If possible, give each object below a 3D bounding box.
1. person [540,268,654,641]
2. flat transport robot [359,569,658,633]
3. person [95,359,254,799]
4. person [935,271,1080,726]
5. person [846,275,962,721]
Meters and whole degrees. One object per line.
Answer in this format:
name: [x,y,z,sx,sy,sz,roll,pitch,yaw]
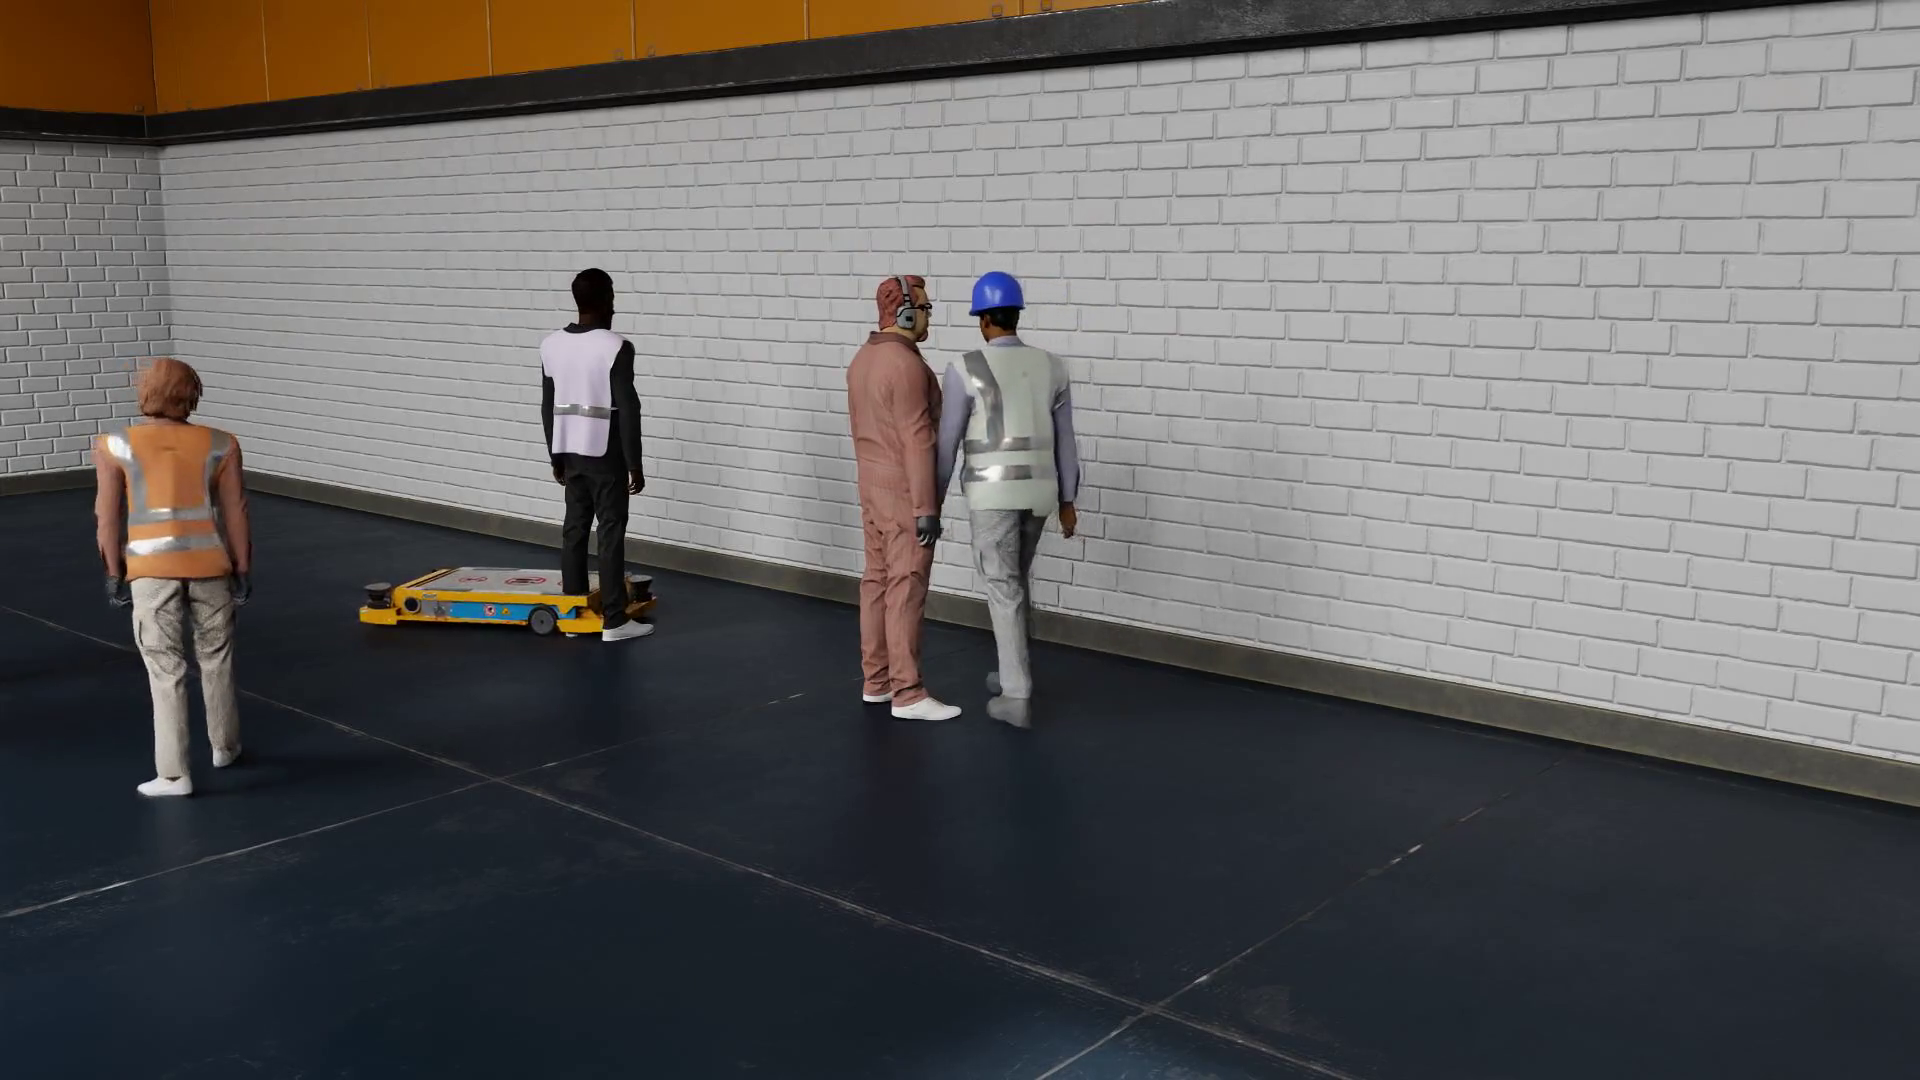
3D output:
person: [-1.890,-0.432,8.590,0.598,1.917,0.378,5,11,28]
flat transport robot: [-2.437,0.314,9.029,1.431,0.197,0.652,2,10,10]
person: [-2.933,0.137,6.250,0.526,1.606,0.571,-6,12,-32]
person: [0.150,-0.191,7.208,0.623,1.912,0.749,-7,12,-35]
person: [-0.236,-0.181,7.189,0.406,1.909,0.641,-5,11,-25]
